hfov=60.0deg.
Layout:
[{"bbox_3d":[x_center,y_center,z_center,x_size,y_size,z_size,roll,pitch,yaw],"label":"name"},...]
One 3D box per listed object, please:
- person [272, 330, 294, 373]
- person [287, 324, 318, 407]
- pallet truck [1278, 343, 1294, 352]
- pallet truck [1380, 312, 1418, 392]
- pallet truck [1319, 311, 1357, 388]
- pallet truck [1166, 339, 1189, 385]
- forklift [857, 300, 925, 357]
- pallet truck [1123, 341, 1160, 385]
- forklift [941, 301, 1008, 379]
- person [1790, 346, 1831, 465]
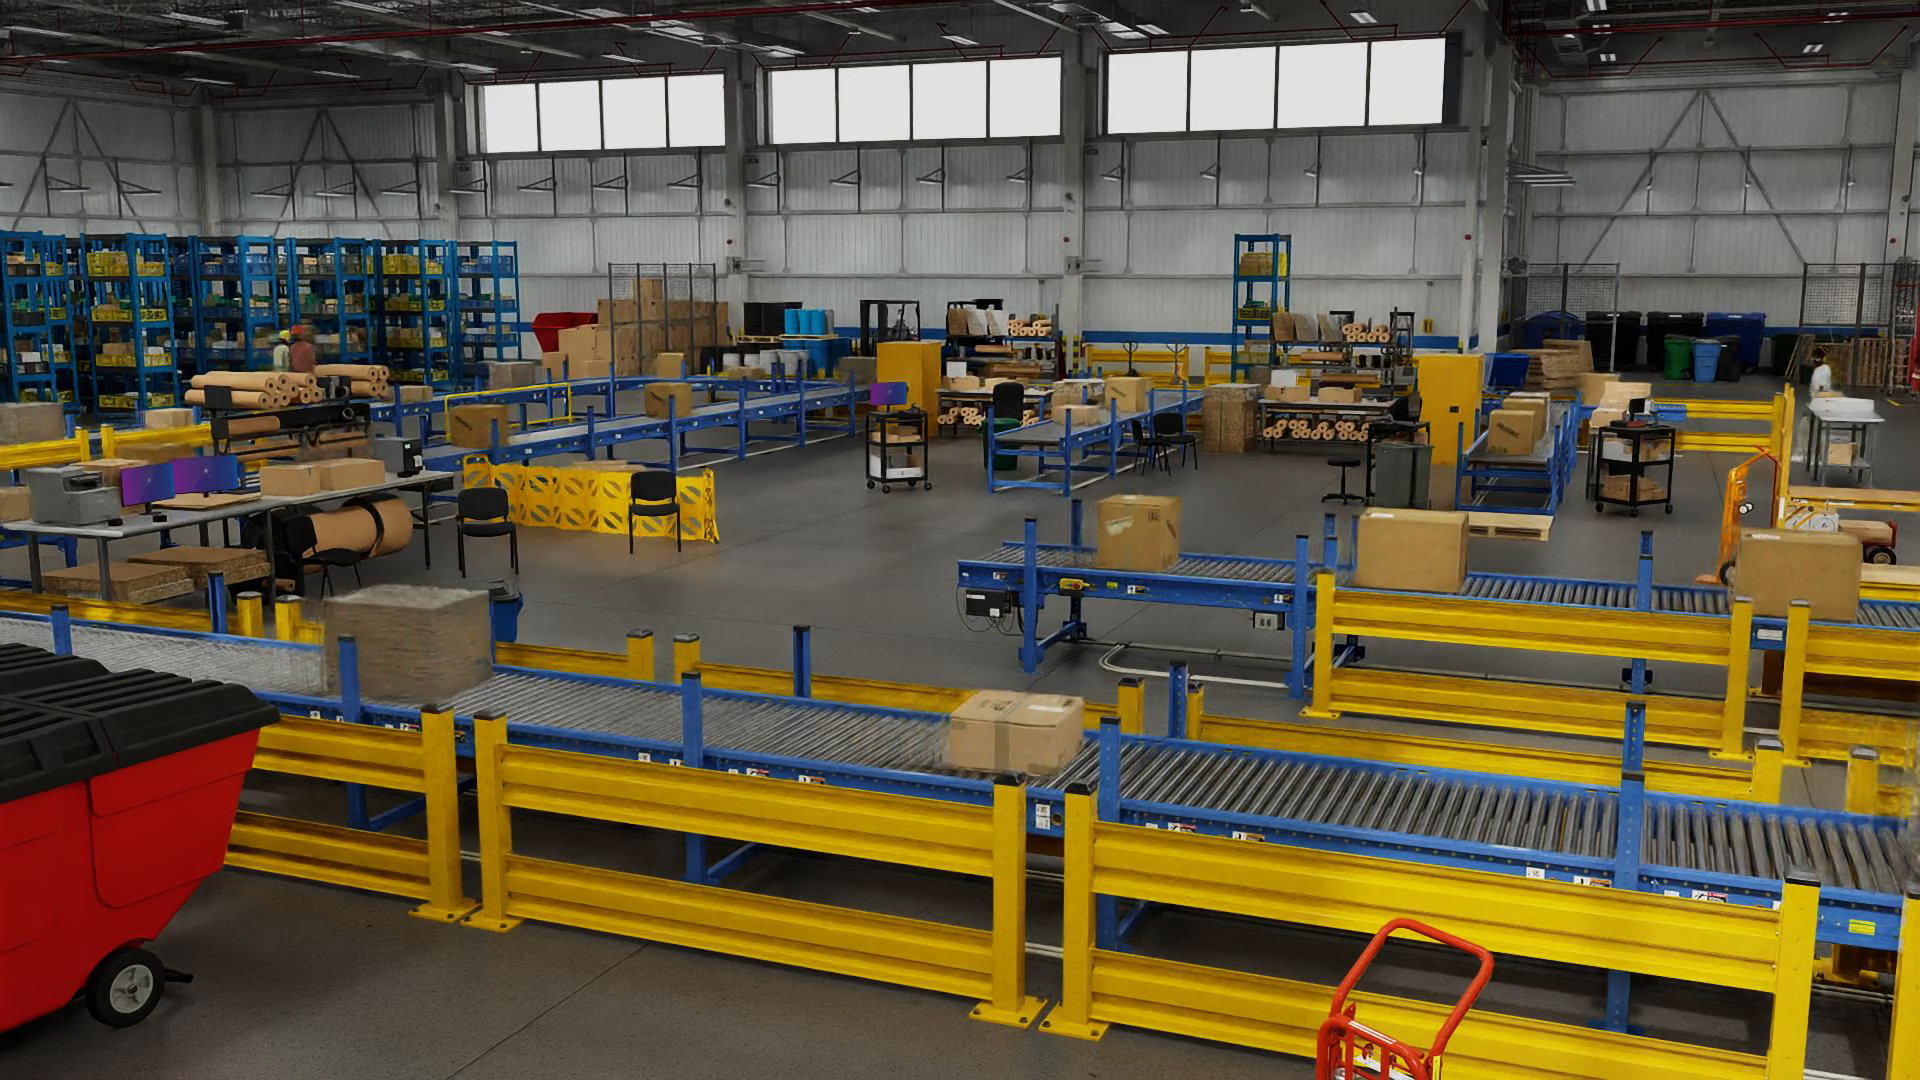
[{"bbox_3d":[-12.837,-3.122,31.911,0.604,1.793,0.838,6,11,31],"label":"person"},{"bbox_3d":[-12.319,-3.042,31.005,0.649,1.936,1.046,6,11,34],"label":"person"},{"bbox_3d":[7.886,-4.163,39.743,0.653,1.274,1.630,4,10,22],"label":"pallet truck"},{"bbox_3d":[10.207,-4.283,38.369,0.823,1.965,1.885,3,10,20],"label":"pallet truck"},{"bbox_3d":[9.071,-4.419,39.190,0.823,1.965,1.885,5,10,26],"label":"pallet truck"},{"bbox_3d":[5.418,-4.269,40.420,0.704,1.261,1.522,3,10,20],"label":"pallet truck"},{"bbox_3d":[-1.732,-5.109,42.468,1.157,1.987,2.680,4,10,22],"label":"forklift"},{"bbox_3d":[4.445,-4.380,41.279,0.680,1.201,1.601,4,10,22],"label":"pallet truck"},{"bbox_3d":[0.365,-4.966,41.571,1.157,1.987,2.680,3,10,20],"label":"forklift"},{"bbox_3d":[12.895,-2.022,25.196,0.738,1.826,0.549,1,9,7],"label":"person"}]
